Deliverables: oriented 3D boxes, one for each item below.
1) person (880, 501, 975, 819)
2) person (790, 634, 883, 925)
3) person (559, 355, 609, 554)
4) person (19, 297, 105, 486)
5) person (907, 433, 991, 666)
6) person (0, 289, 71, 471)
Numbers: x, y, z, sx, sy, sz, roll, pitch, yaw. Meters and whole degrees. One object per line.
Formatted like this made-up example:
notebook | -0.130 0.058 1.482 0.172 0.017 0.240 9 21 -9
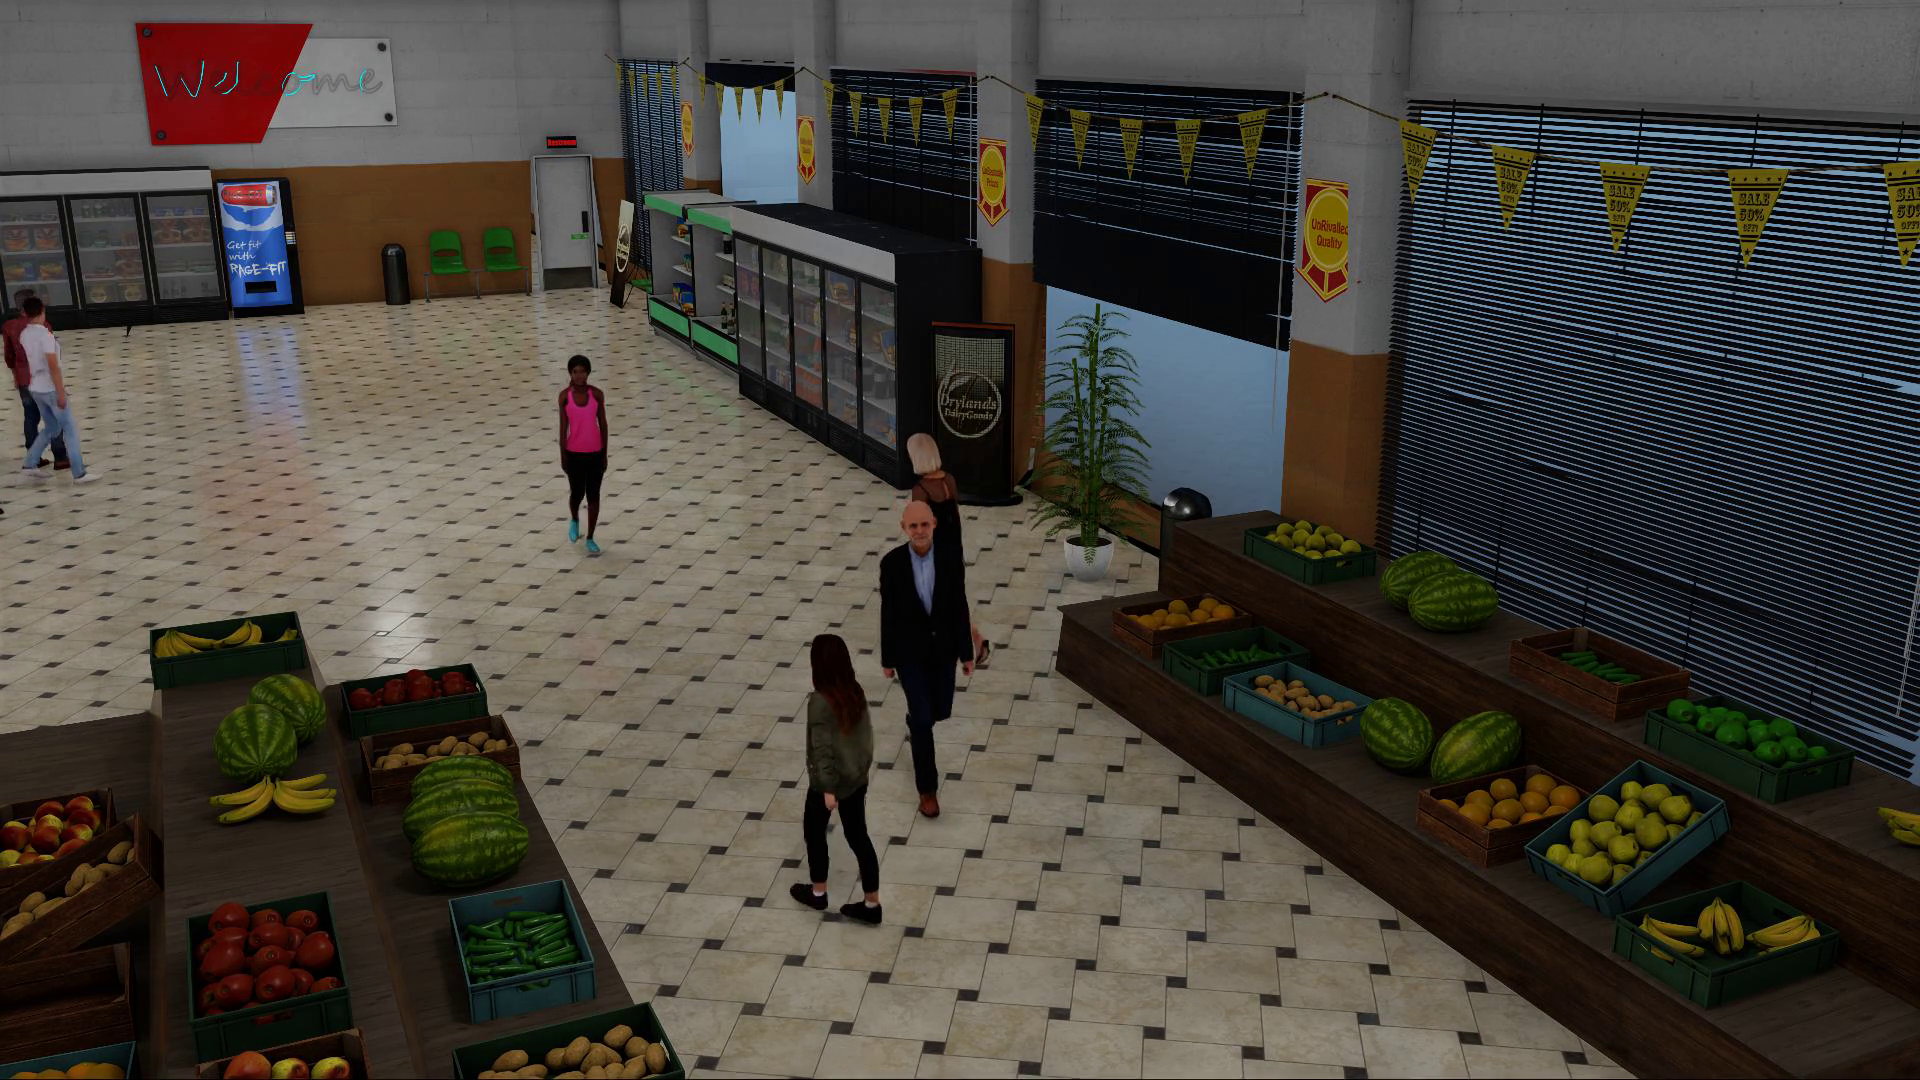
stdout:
person | -0.207 0.627 9.559 0.809 1.767 1.158 -4 17 -13
person | -0.550 1.215 8.190 0.902 1.438 0.811 8 19 25
person | -3.202 -0.747 14.184 0.576 1.710 0.698 -5 18 -17
person | -8.966 -1.421 16.222 0.970 1.815 1.000 16 23 43
person | -0.062 0.148 11.217 0.956 1.722 0.846 12 21 34
person | -9.382 -1.634 16.899 0.766 1.829 0.747 2 17 5
